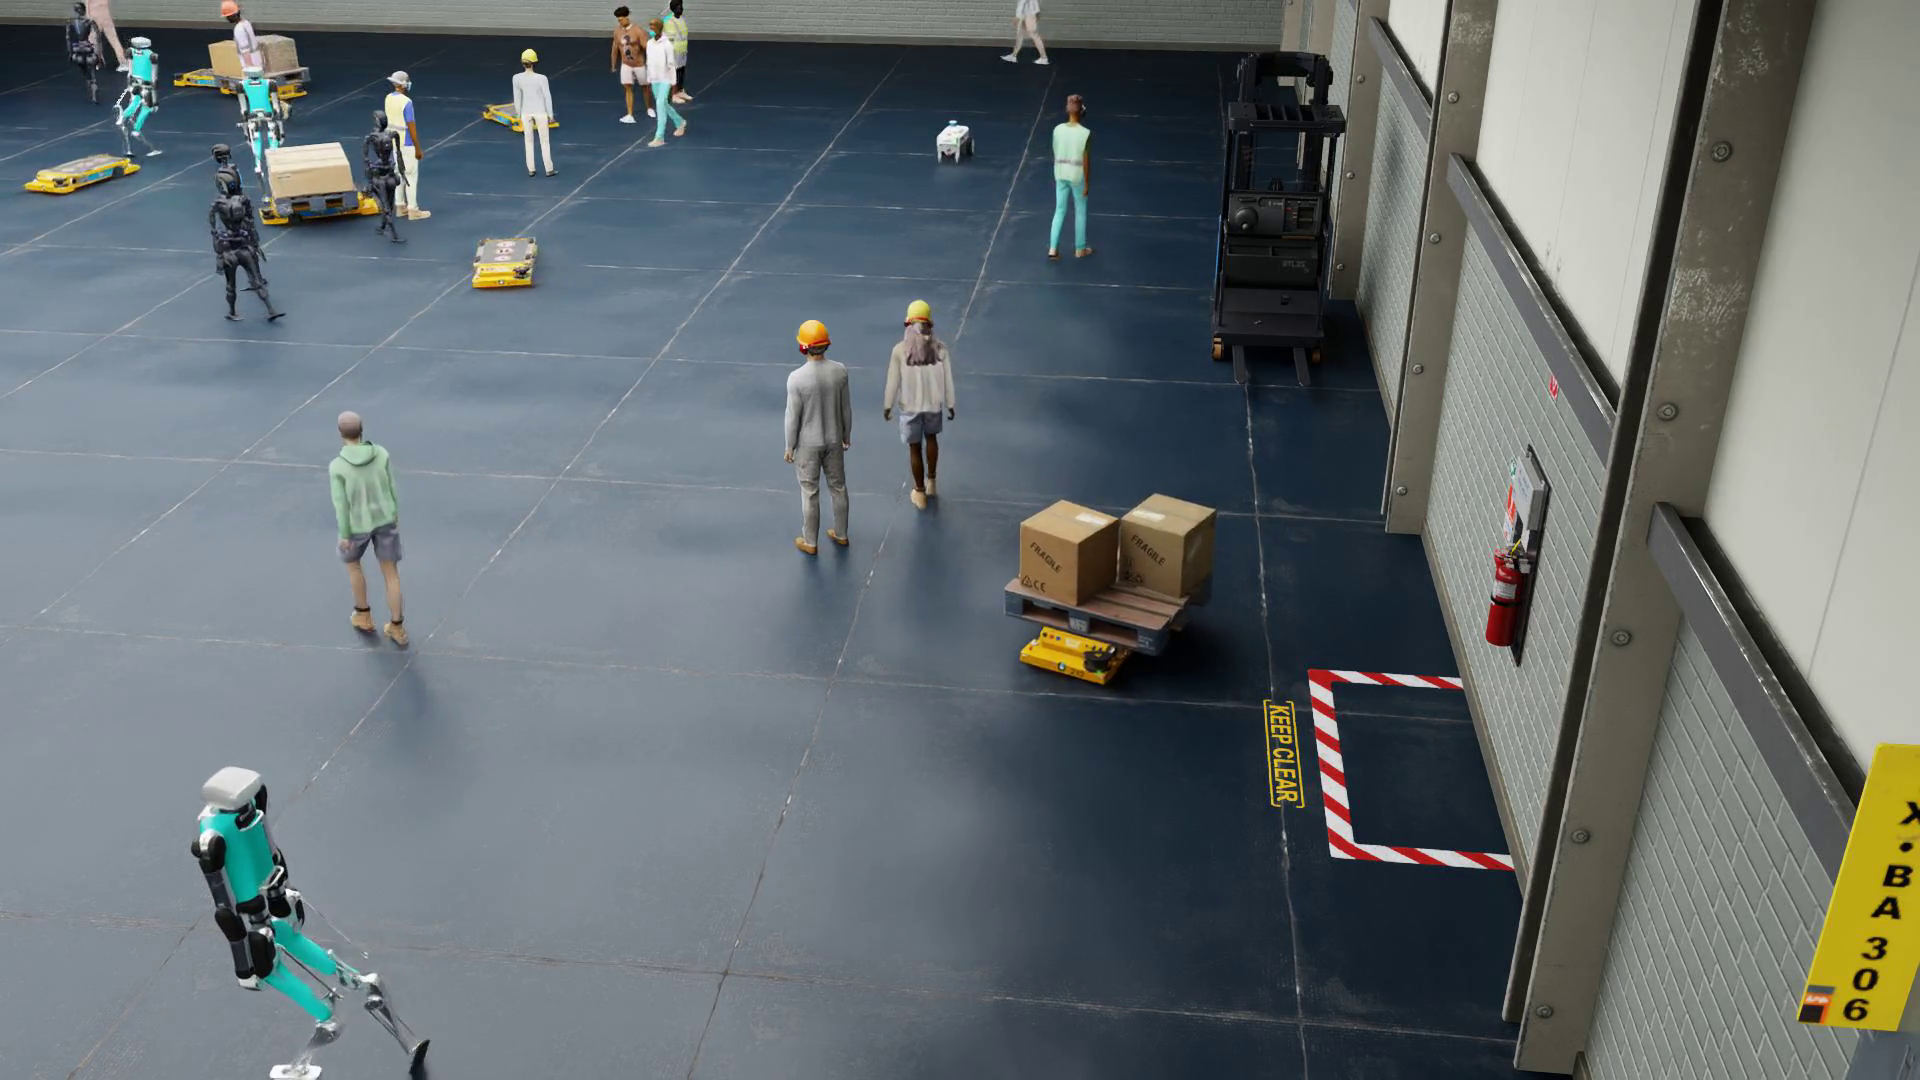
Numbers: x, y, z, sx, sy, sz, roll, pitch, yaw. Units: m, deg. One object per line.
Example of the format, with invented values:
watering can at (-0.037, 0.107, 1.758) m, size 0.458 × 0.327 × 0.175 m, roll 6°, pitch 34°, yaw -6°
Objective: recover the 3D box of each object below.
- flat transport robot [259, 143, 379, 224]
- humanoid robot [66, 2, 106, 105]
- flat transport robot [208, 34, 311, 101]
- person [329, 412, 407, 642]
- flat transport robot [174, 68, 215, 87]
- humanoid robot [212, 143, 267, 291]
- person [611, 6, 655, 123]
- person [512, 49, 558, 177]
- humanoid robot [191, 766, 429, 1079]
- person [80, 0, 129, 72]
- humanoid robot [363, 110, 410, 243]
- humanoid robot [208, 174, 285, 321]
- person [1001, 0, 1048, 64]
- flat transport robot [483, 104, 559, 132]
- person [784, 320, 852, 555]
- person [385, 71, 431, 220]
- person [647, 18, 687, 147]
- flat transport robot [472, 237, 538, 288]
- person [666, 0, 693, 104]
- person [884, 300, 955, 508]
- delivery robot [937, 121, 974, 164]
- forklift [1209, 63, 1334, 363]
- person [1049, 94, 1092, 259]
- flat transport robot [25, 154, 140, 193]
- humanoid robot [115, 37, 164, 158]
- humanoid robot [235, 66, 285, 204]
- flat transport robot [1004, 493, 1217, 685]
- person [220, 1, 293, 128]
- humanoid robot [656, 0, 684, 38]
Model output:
flat transport robot at (-8.449, -4.386, 21.894) m, size 1.431 × 0.231 × 0.659 m, roll -12°, pitch 29°, yaw -22°
humanoid robot at (-14.631, -8.128, 27.813) m, size 0.616 × 1.629 × 0.631 m, roll -2°, pitch 27°, yaw -4°
flat transport robot at (-12.008, -7.758, 28.625) m, size 1.431 × 0.231 × 0.659 m, roll 16°, pitch 31°, yaw 28°
person at (-4.199, -0.120, 11.763) m, size 0.482 × 1.719 × 0.686 m, roll -19°, pitch 32°, yaw -32°
flat transport robot at (-13.079, -8.140, 29.389) m, size 1.431 × 0.231 × 0.659 m, roll 8°, pitch 28°, yaw 15°
humanoid robot at (-8.219, -3.671, 18.882) m, size 0.315 × 1.655 × 0.599 m, roll 1°, pitch 27°, yaw 1°
person at (-5.193, -7.631, 26.662) m, size 0.877 × 1.796 × 0.925 m, roll 4°, pitch 27°, yaw 8°
person at (-6.004, -6.024, 23.492) m, size 0.534 × 1.767 × 0.313 m, roll 2°, pitch 27°, yaw 4°
humanoid robot at (-2.962, 1.869, 7.794) m, size 0.930 × 1.786 × 0.554 m, roll 2°, pitch 27°, yaw 3°
person at (-15.716, -9.485, 30.310) m, size 1.020 × 1.841 × 0.645 m, roll 14°, pitch 30°, yaw 26°
humanoid robot at (-7.152, -4.523, 20.655) m, size 0.765 × 1.626 × 0.594 m, roll 18°, pitch 32°, yaw 32°
humanoid robot at (-7.714, -3.106, 17.799) m, size 0.760 × 1.624 × 0.584 m, roll 13°, pitch 30°, yaw 25°
person at (1.209, -9.777, 30.934) m, size 0.992 × 1.806 × 0.514 m, roll 5°, pitch 27°, yaw 10°
flat transport robot at (-7.055, -6.788, 26.690) m, size 0.659 × 0.231 × 1.431 m, roll -19°, pitch 32°, yaw -33°
person at (-1.100, -0.794, 12.923) m, size 0.563 × 1.890 × 0.380 m, roll -15°, pitch 30°, yaw -27°
person at (-7.190, -5.097, 21.532) m, size 0.527 × 1.879 × 0.427 m, roll 20°, pitch 33°, yaw 34°
person at (-4.506, -7.003, 25.322) m, size 0.501 × 1.888 × 0.891 m, roll 17°, pitch 31°, yaw 30°
flat transport robot at (-5.391, -3.303, 19.732) m, size 0.659 × 0.231 × 1.431 m, roll -4°, pitch 27°, yaw -9°
person at (-4.726, -8.227, 27.967) m, size 0.317 × 1.695 × 0.539 m, roll 8°, pitch 28°, yaw 15°
person at (-0.349, -1.140, 13.756) m, size 0.570 × 1.741 × 0.553 m, roll -6°, pitch 27°, yaw -13°
delivery robot at (-0.095, -5.898, 24.579) m, size 0.499 × 0.581 × 0.767 m, roll 6°, pitch 27°, yaw 12°
forklift at (3.241, -3.477, 17.183) m, size 1.129 × 2.768 × 1.873 m, roll 3°, pitch 27°, yaw 6°
person at (1.330, -4.325, 19.891) m, size 0.490 × 1.984 × 0.512 m, roll 11°, pitch 29°, yaw 22°
flat transport robot at (-12.372, -5.171, 23.461) m, size 0.659 × 0.231 × 1.431 m, roll 9°, pitch 28°, yaw 17°
humanoid robot at (-12.120, -6.378, 24.270) m, size 0.581 × 1.757 × 0.980 m, roll 13°, pitch 30°, yaw 25°
humanoid robot at (-9.316, -5.350, 22.214) m, size 0.531 × 1.799 × 0.814 m, roll -6°, pitch 27°, yaw -12°
flat transport robot at (1.052, 0.573, 11.995) m, size 0.659 × 0.231 × 1.431 m, roll 14°, pitch 30°, yaw 26°
person at (-11.079, -7.468, 26.126) m, size 0.789 × 1.997 × 0.682 m, roll -4°, pitch 27°, yaw -8°
humanoid robot at (-5.521, -10.157, 31.627) m, size 0.735 × 1.677 × 0.533 m, roll -7°, pitch 28°, yaw -14°
